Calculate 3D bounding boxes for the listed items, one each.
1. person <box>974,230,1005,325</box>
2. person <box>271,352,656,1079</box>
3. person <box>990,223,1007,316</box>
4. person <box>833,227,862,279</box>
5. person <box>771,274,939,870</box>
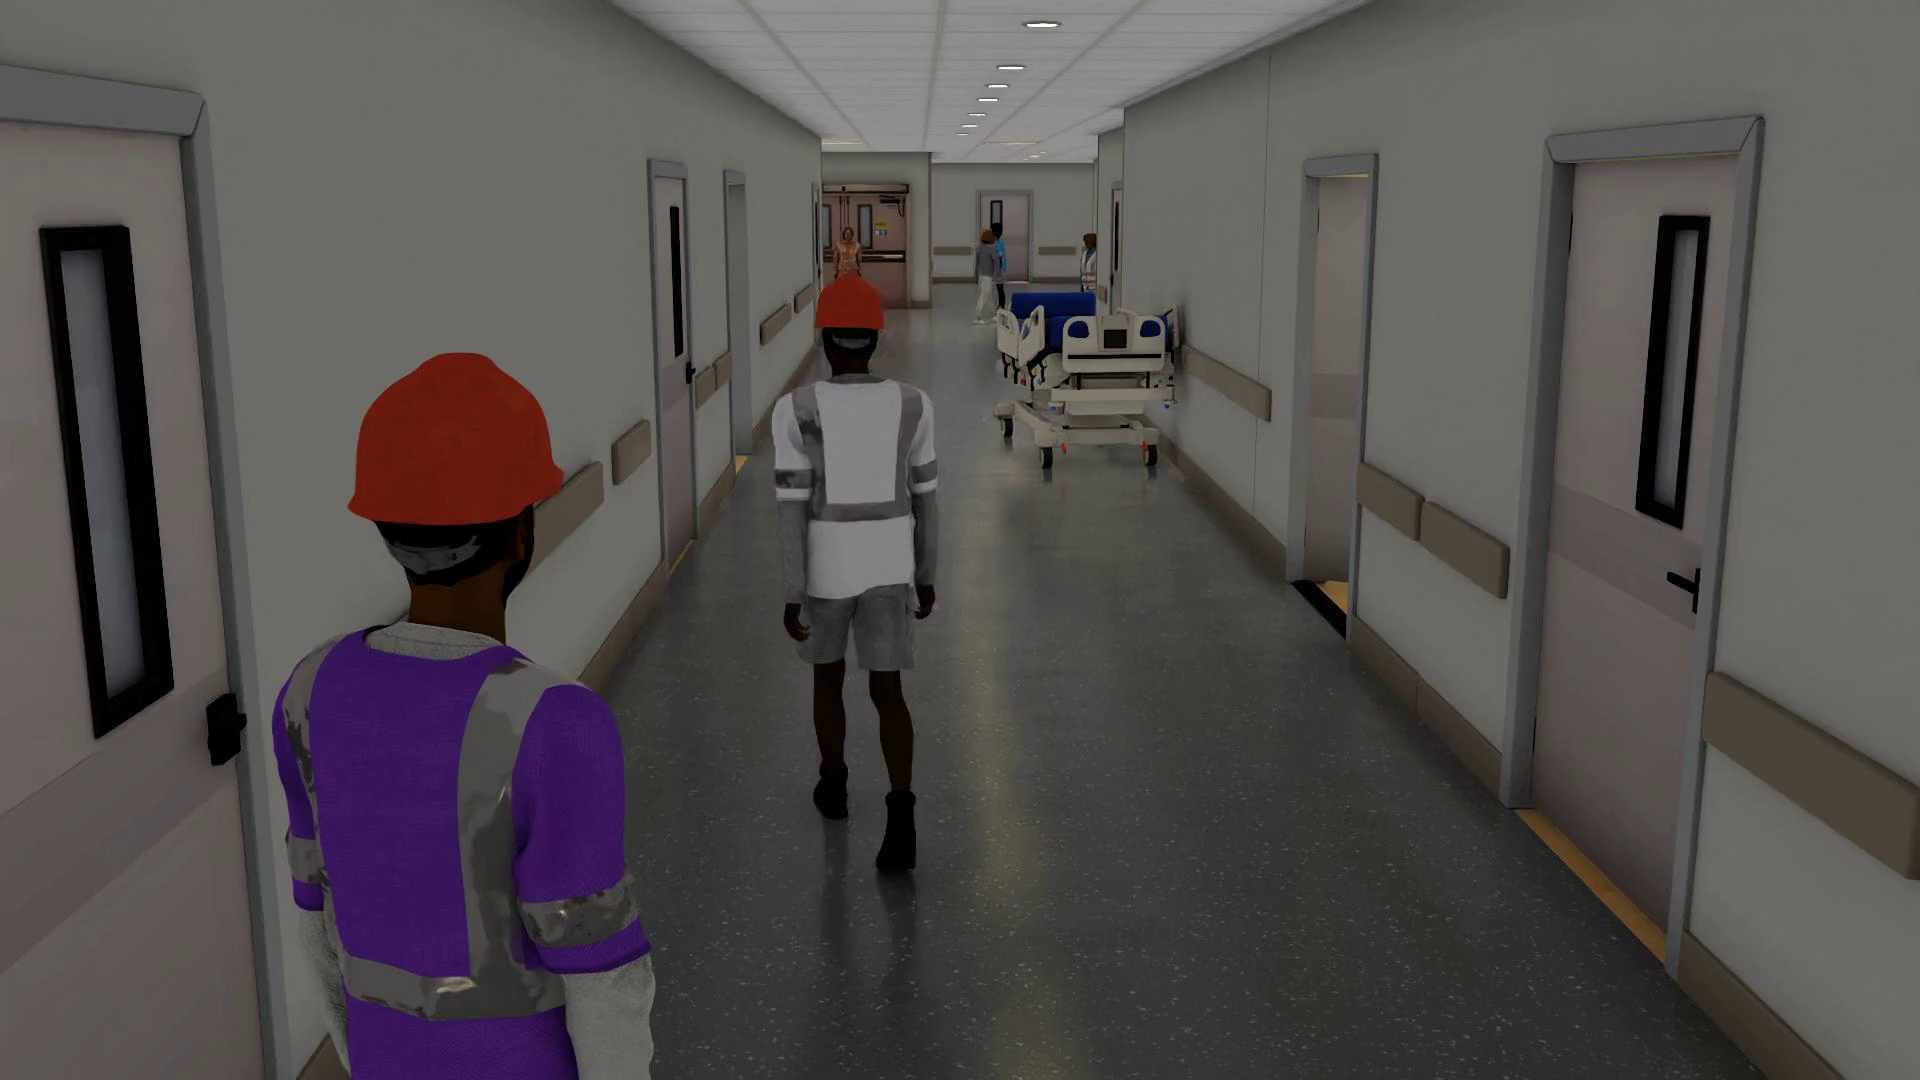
[{"bbox_3d":[0.531,-4.493,28.485,0.825,1.597,0.520,-8,14,-33],"label":"person"},{"bbox_3d":[-0.609,0.729,2.186,0.545,1.942,0.349,6,13,27],"label":"person"},{"bbox_3d":[0.702,-4.966,30.533,0.322,1.697,0.531,0,12,0],"label":"person"},{"bbox_3d":[-1.980,-4.691,29.324,0.514,1.645,0.307,-3,12,-12],"label":"person"},{"bbox_3d":[-0.315,0.099,5.388,0.556,1.902,0.946,-3,12,-15],"label":"person"}]
